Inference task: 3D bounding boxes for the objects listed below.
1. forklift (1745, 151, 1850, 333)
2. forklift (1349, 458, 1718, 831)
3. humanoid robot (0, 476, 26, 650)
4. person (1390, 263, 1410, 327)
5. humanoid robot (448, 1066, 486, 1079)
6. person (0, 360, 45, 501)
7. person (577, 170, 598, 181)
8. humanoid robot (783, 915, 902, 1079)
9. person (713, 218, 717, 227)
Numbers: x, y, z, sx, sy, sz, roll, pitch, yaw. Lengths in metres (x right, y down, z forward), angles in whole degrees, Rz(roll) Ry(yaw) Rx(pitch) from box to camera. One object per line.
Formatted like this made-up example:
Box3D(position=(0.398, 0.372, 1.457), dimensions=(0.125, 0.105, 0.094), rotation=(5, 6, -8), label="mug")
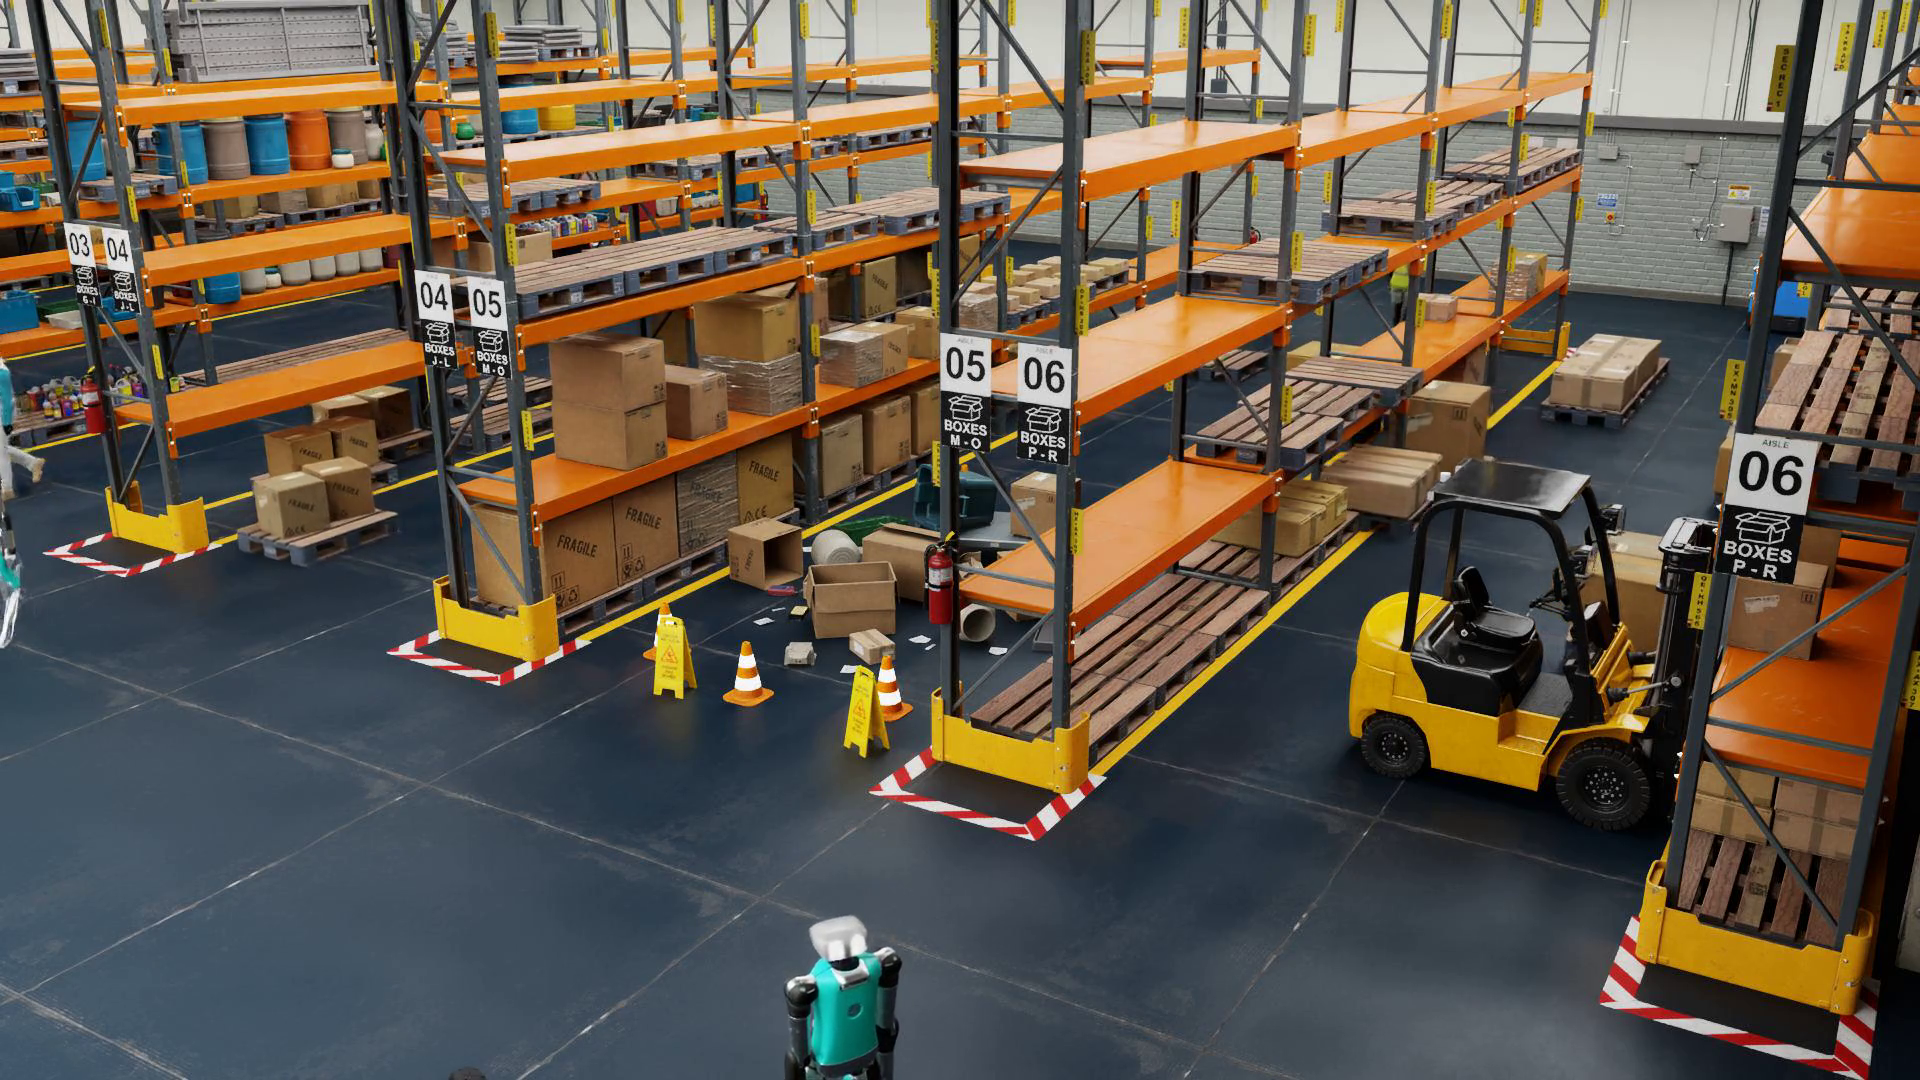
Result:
Box3D(position=(13.620, -4.667, 26.137), dimensions=(1.873, 2.768, 1.129), rotation=(11, 22, 29), label="forklift")
Box3D(position=(3.988, 0.658, 11.776), dimensions=(2.313, 2.155, 1.214), rotation=(11, 22, 29), label="forklift")
Box3D(position=(-8.378, 0.004, 14.423), dimensions=(0.535, 1.775, 0.997), rotation=(-3, 19, -10), label="humanoid robot")
Box3D(position=(6.899, -3.958, 25.861), dimensions=(0.536, 1.686, 0.394), rotation=(16, 25, 39), label="person")
Box3D(position=(-1.875, 2.773, 6.441), dimensions=(0.608, 1.653, 0.324), rotation=(-17, 25, -40), label="humanoid robot")
Box3D(position=(-10.464, -1.355, 18.172), dimensions=(0.640, 1.821, 0.660), rotation=(15, 24, 36), label="person")
Box3D(position=(-8.206, -7.767, 36.770), dimensions=(0.538, 1.780, 0.734), rotation=(-11, 22, -29), label="person")
Box3D(position=(-0.610, 2.374, 7.422), dimensions=(0.530, 1.740, 0.686), rotation=(-11, 22, -30), label="humanoid robot")
Box3D(position=(-5.034, -7.124, 35.059), dimensions=(0.578, 1.670, 0.448), rotation=(-11, 22, -28), label="person")
